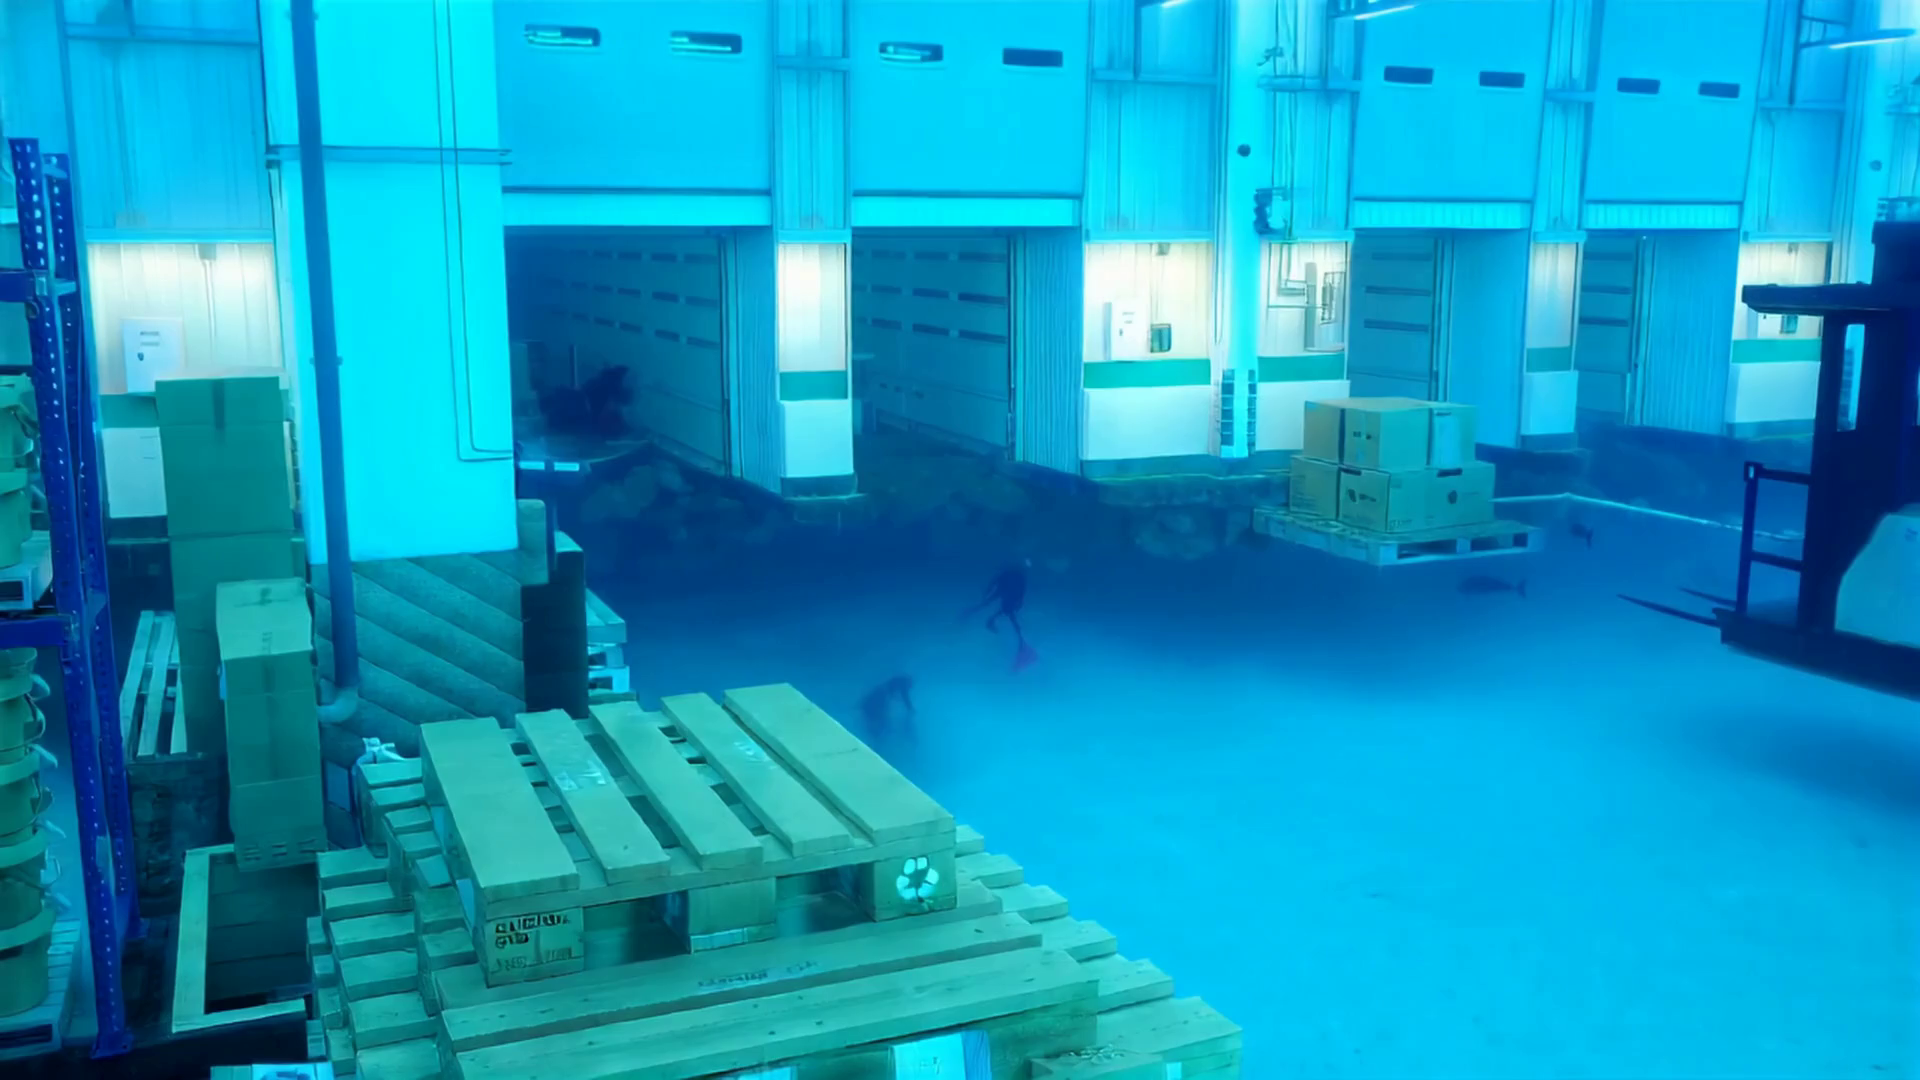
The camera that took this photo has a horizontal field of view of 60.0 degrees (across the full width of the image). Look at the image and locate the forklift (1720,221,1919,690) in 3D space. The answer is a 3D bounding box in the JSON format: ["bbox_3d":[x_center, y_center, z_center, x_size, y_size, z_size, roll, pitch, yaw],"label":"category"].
[{"bbox_3d":[5.949,-0.550,10.218,1.129,2.768,1.873,-4,11,-23],"label":"forklift"}]
